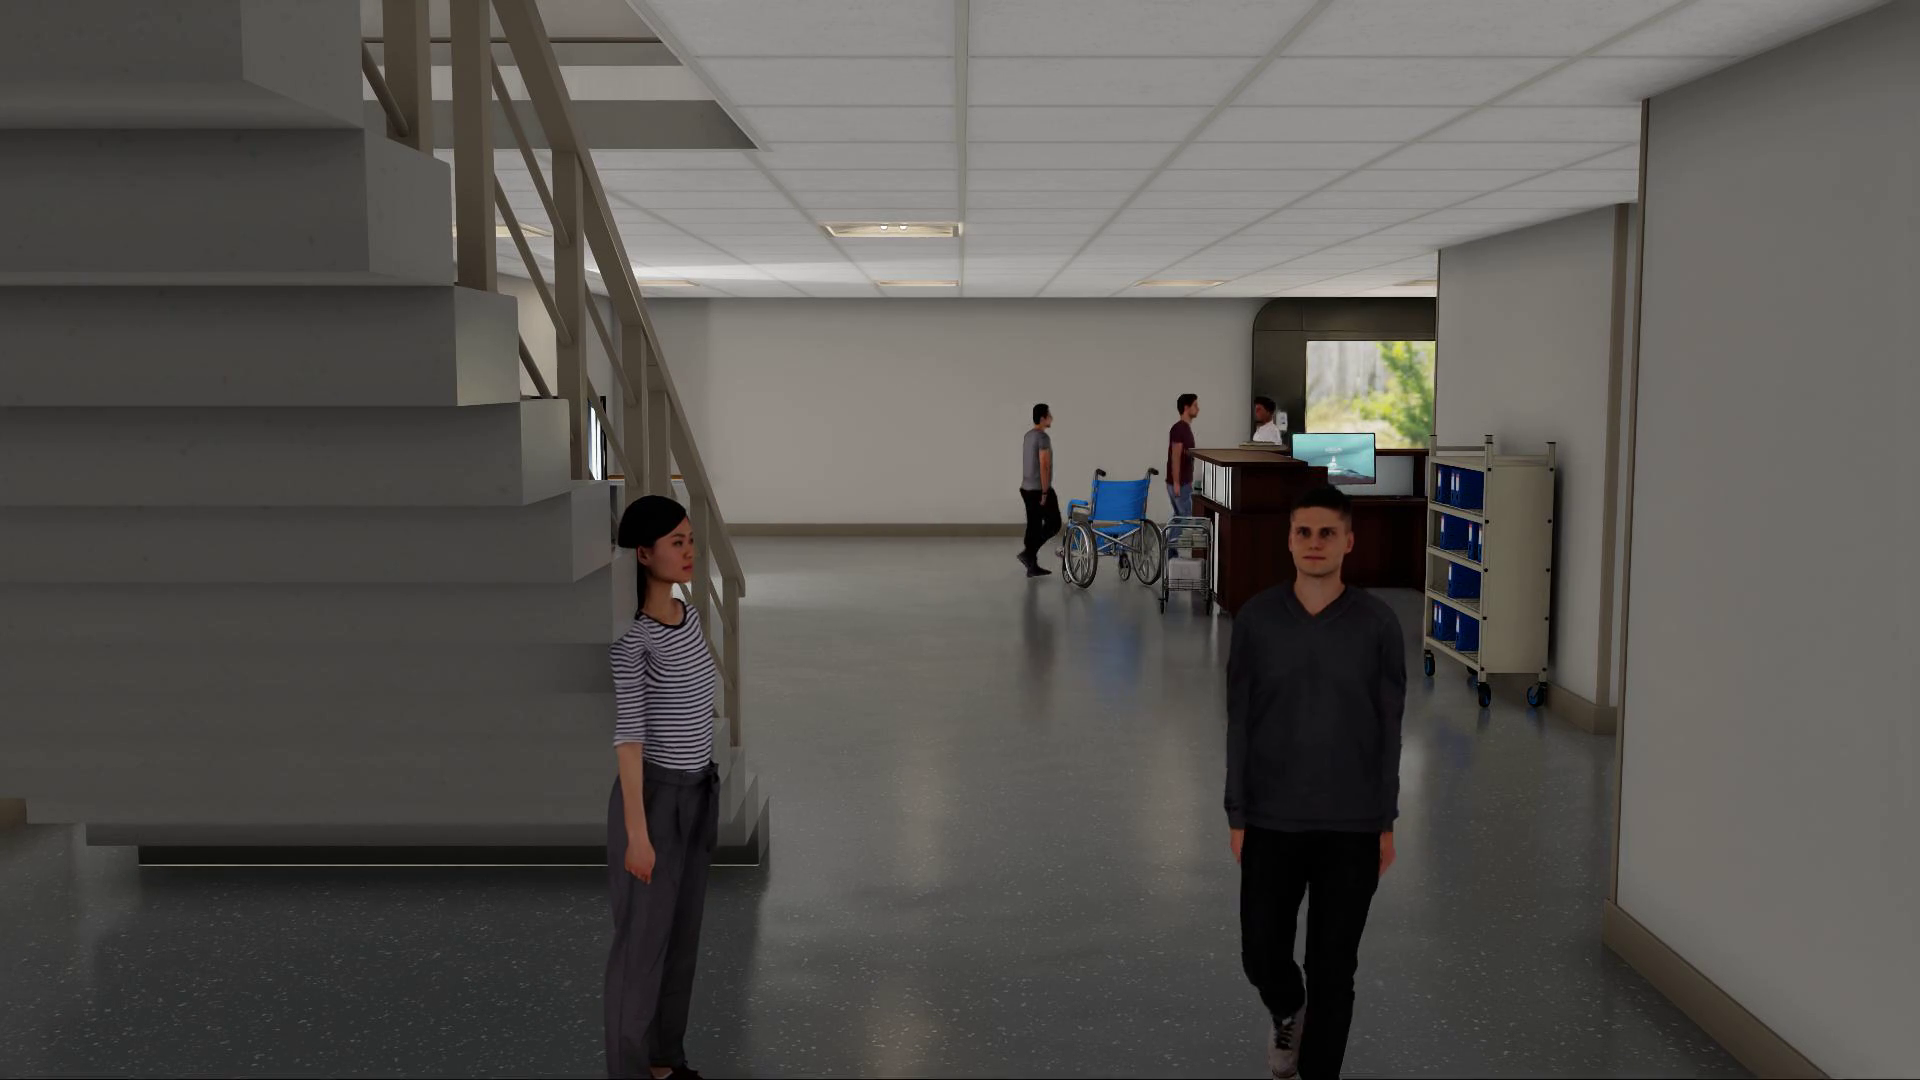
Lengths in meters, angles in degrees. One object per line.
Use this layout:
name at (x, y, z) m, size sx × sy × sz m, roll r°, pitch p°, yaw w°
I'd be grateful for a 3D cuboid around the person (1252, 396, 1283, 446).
person at (3.410, -0.651, 17.996) m, size 0.811 × 1.798 × 0.824 m, roll -1°, pitch 6°, yaw -9°

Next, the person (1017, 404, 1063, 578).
person at (0.708, -0.484, 16.621) m, size 0.862 × 1.742 × 0.814 m, roll -3°, pitch 7°, yaw -31°

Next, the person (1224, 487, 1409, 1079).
person at (0.948, 0.738, 4.441) m, size 0.763 × 1.747 × 0.964 m, roll 1°, pitch 6°, yaw 14°

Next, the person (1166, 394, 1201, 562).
person at (2.190, -0.582, 17.109) m, size 0.818 × 1.839 × 0.661 m, roll 1°, pitch 6°, yaw 10°

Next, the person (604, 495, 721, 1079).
person at (-0.828, 0.738, 4.520) m, size 0.706 × 1.733 × 0.540 m, roll 2°, pitch 6°, yaw 15°
